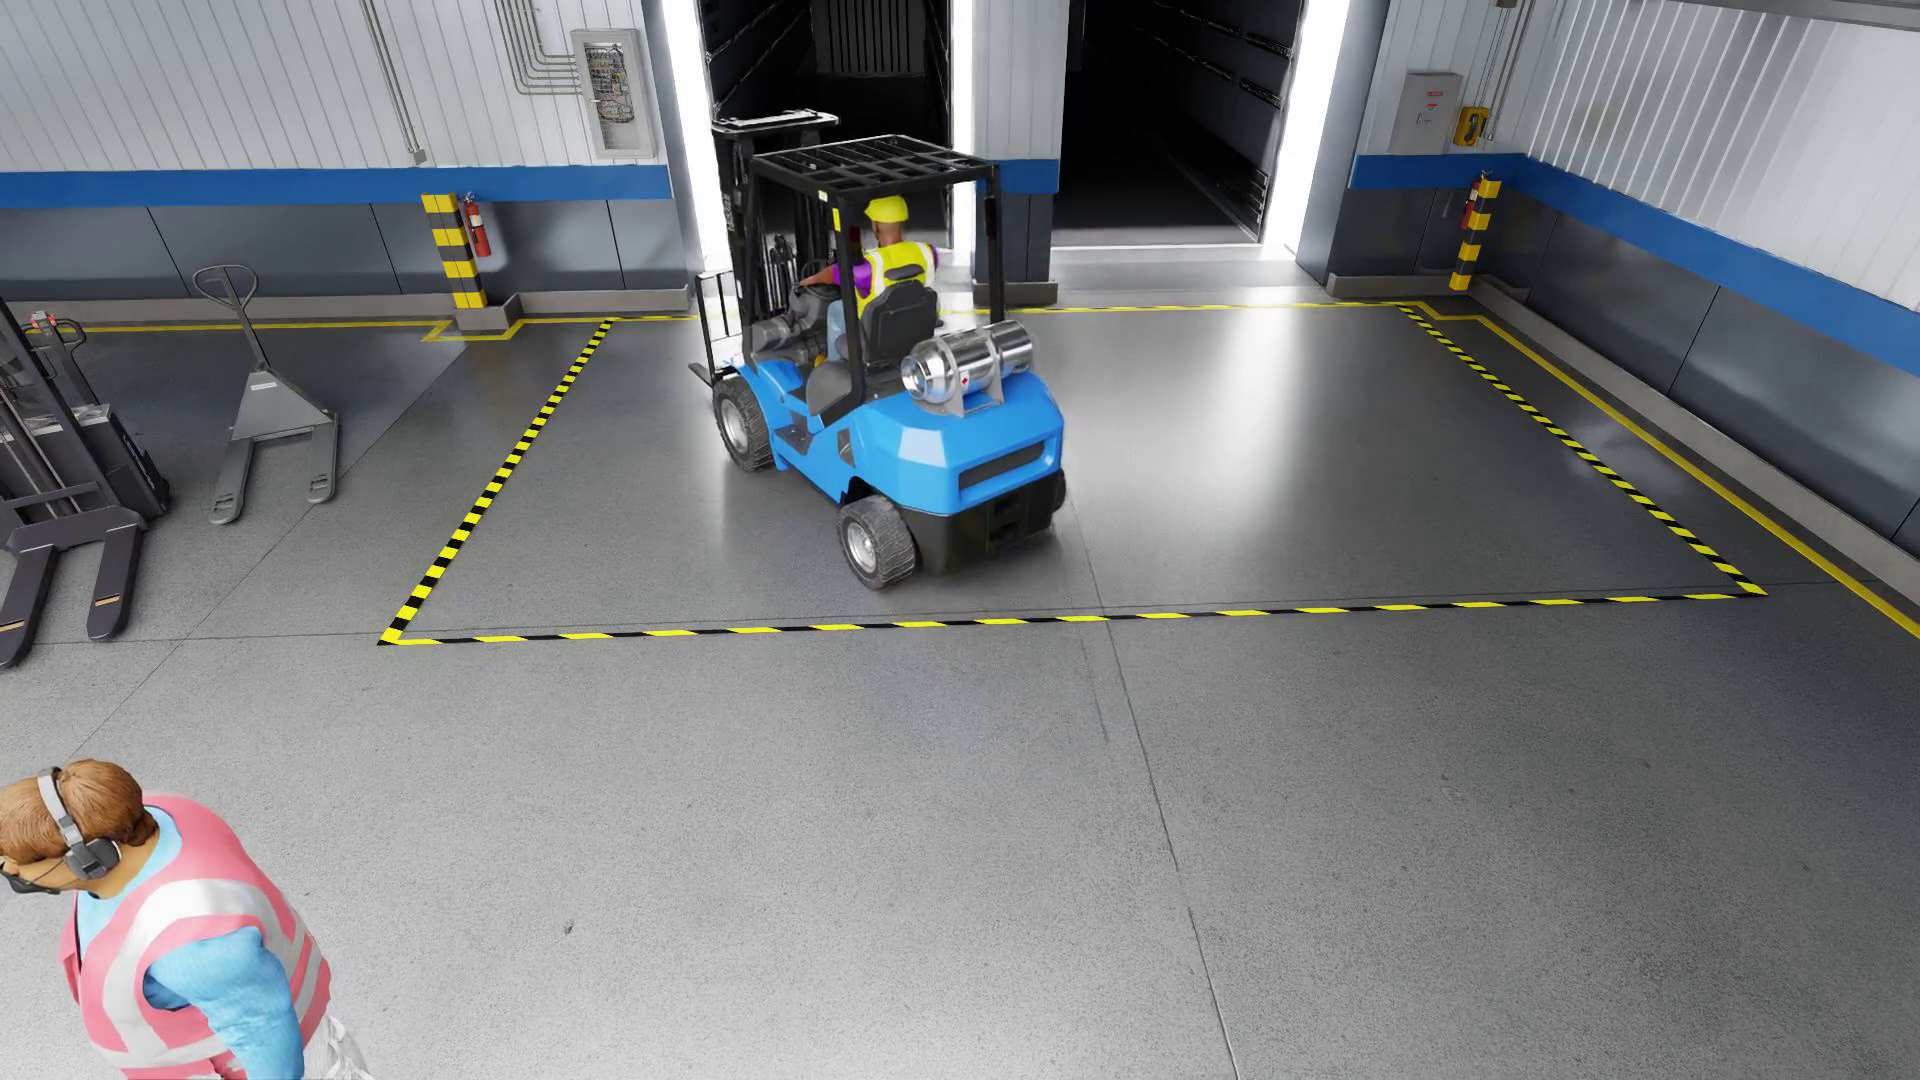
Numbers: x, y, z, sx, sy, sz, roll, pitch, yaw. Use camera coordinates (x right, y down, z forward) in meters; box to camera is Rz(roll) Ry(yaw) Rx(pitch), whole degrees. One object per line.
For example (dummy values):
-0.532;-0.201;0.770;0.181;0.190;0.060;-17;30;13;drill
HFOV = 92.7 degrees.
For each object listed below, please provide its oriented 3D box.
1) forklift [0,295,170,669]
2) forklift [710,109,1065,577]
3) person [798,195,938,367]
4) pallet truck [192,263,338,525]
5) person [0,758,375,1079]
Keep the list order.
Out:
-5.212;-0.618;4.878;0.823;1.965;1.885;-20;39;-26;forklift
-0.546;-1.312;5.564;1.157;2.036;2.680;-23;41;-30;forklift
-0.576;-1.495;5.500;0.635;1.294;1.004;-23;41;-30;person
-4.778;-1.027;6.128;0.680;1.201;1.601;-17;38;-23;pallet truck
-1.844;1.235;2.350;0.619;1.845;0.430;27;43;33;person
